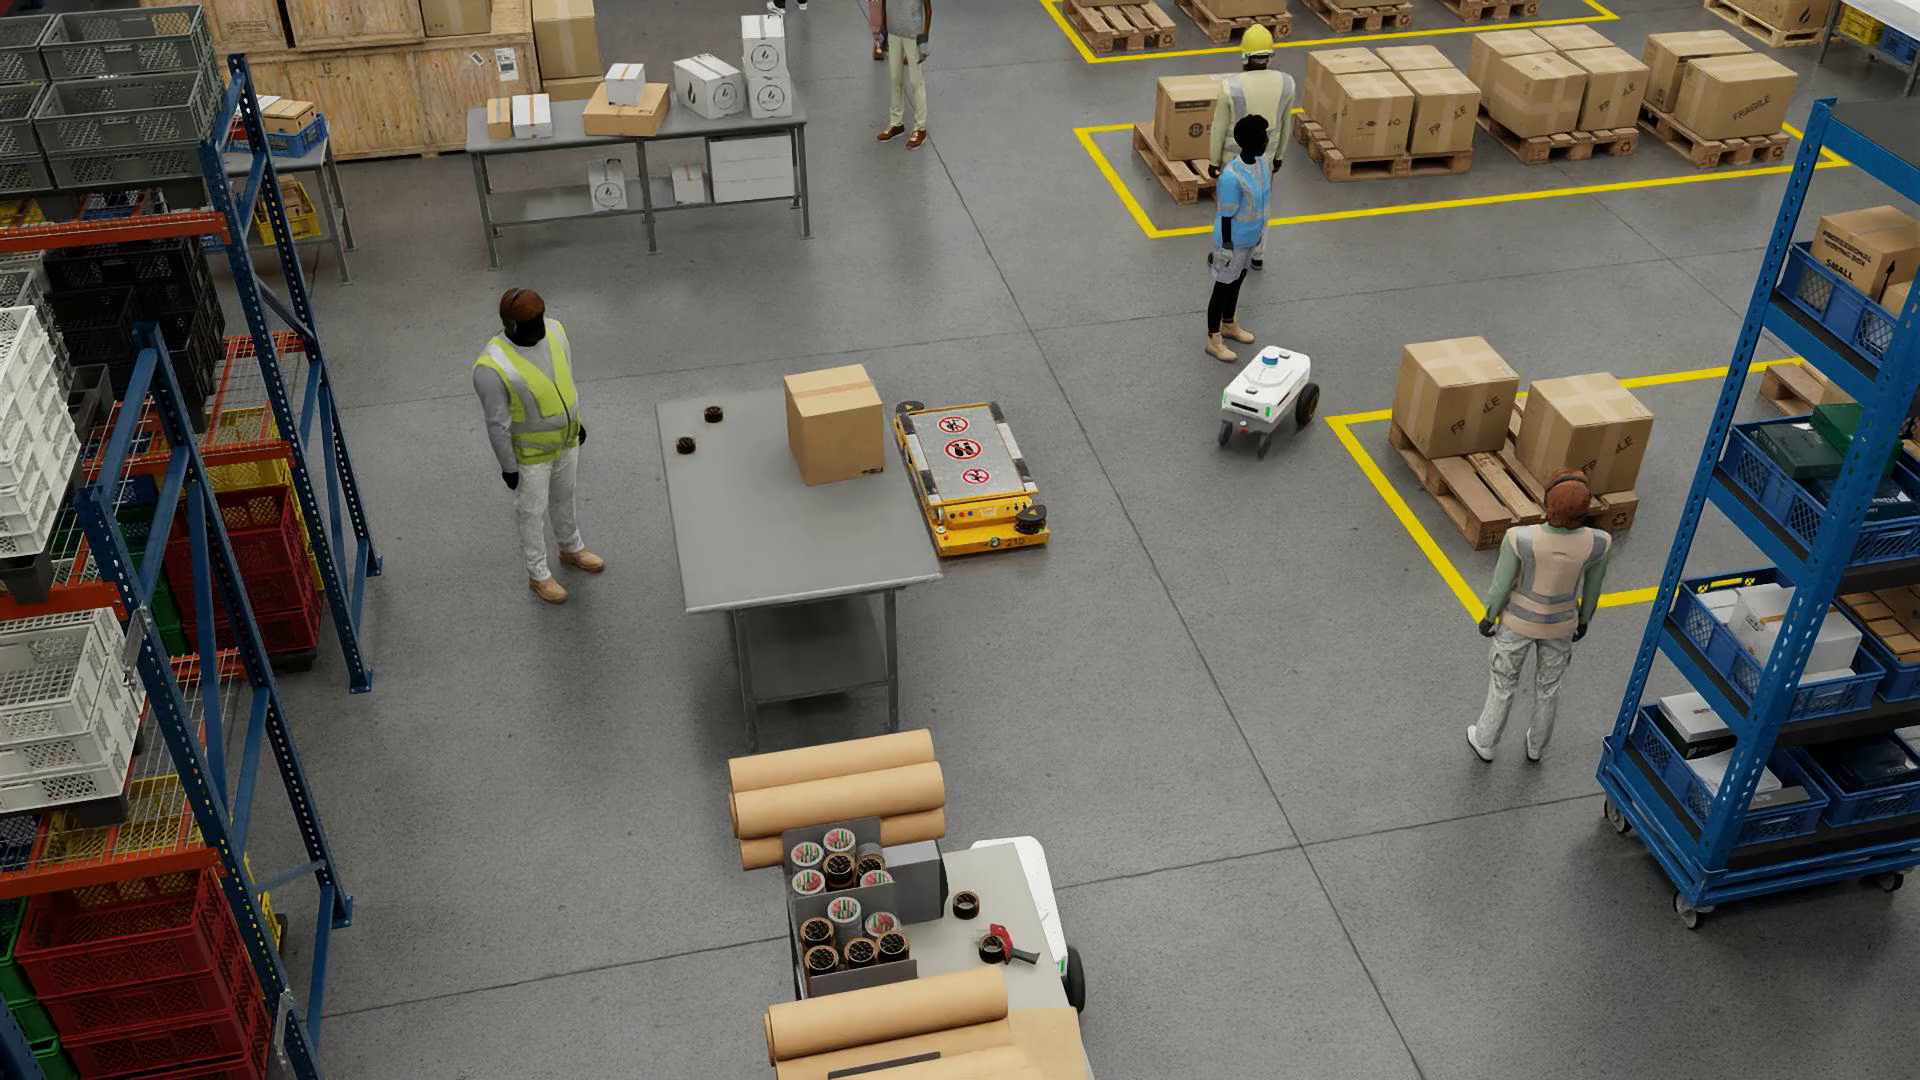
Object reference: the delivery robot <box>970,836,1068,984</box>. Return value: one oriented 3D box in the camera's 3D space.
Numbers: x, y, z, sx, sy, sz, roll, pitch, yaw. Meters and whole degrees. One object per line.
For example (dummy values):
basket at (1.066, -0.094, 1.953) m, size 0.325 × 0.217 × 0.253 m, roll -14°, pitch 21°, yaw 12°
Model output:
delivery robot at (0.235, 1.591, 7.081) m, size 0.477 × 0.478 × 0.707 m, roll -5°, pitch 37°, yaw -6°

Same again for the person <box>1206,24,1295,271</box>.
person at (2.068, -2.798, 12.002) m, size 0.596 × 1.824 × 0.403 m, roll -10°, pitch 38°, yaw -13°

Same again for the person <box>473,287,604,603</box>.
person at (-2.238, -0.527, 8.934) m, size 0.429 × 1.839 × 0.634 m, roll 19°, pitch 40°, yaw 23°

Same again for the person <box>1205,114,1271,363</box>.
person at (1.857, -2.016, 11.054) m, size 0.318 × 1.697 × 0.535 m, roll 21°, pitch 41°, yaw 26°

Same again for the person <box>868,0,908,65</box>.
person at (-0.674, -5.378, 15.414) m, size 0.679 × 1.892 × 0.528 m, roll -16°, pitch 40°, yaw -20°

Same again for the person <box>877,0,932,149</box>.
person at (-0.472, -4.203, 13.849) m, size 0.508 × 1.872 × 0.329 m, roll 22°, pitch 42°, yaw 27°

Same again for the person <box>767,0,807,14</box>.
person at (-1.775, -6.215, 16.519) m, size 0.590 × 1.912 × 0.396 m, roll -15°, pitch 39°, yaw -19°

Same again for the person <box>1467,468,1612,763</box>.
person at (2.727, 0.386, 7.872) m, size 0.522 × 1.638 × 0.311 m, roll 2°, pitch 37°, yaw 2°

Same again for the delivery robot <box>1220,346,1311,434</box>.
delivery robot at (1.936, -0.965, 10.510) m, size 0.477 × 0.478 × 0.707 m, roll 21°, pitch 41°, yaw 25°

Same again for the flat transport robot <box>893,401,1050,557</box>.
flat transport robot at (0.046, -0.430, 10.108) m, size 0.652 × 0.197 × 1.431 m, roll -8°, pitch 37°, yaw -10°
